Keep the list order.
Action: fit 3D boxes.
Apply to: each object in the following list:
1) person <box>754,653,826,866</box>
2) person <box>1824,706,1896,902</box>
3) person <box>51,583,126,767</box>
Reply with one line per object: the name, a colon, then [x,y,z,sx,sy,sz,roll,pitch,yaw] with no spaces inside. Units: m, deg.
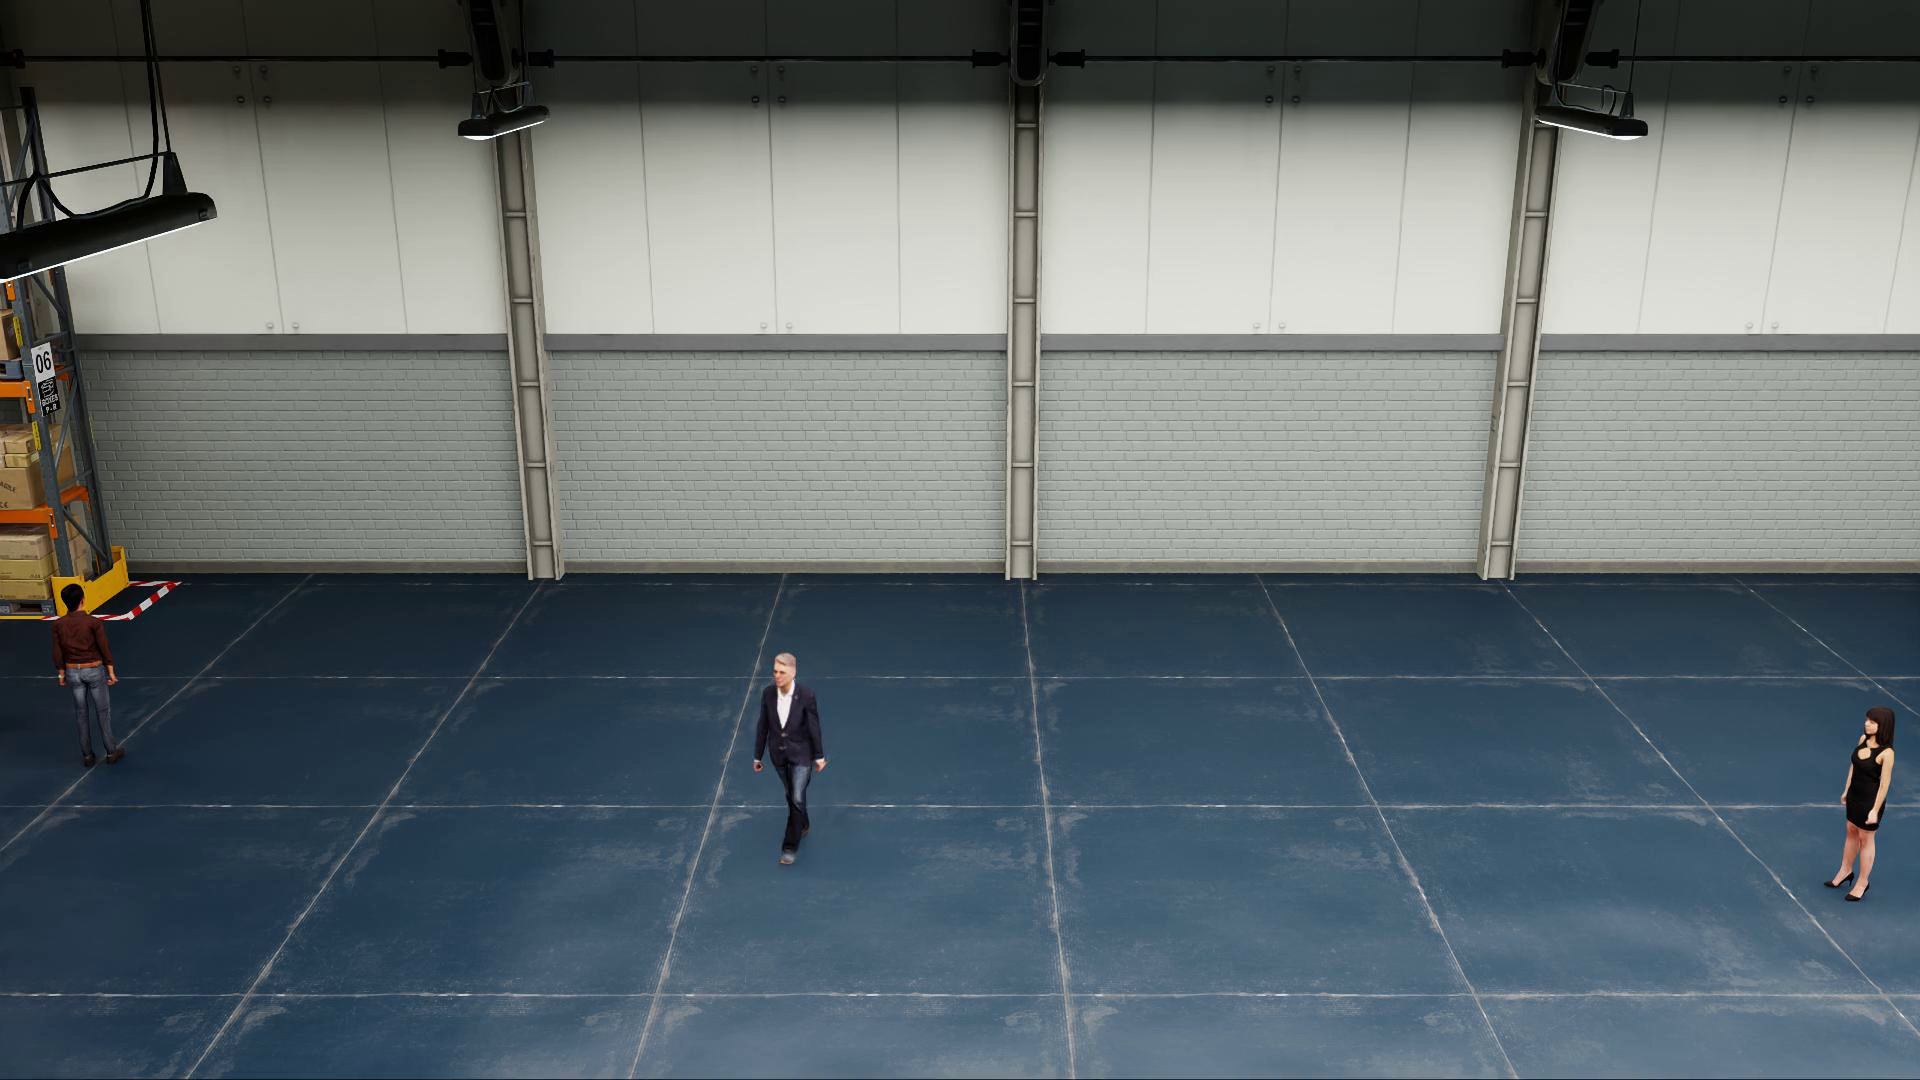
person: [-1.386,1.770,14.103,1.082,1.784,1.012,7,19,20]
person: [7.262,2.093,13.327,0.516,1.650,0.578,-3,18,-8]
person: [-8.236,1.265,15.663,0.517,1.779,0.751,-3,18,-10]
